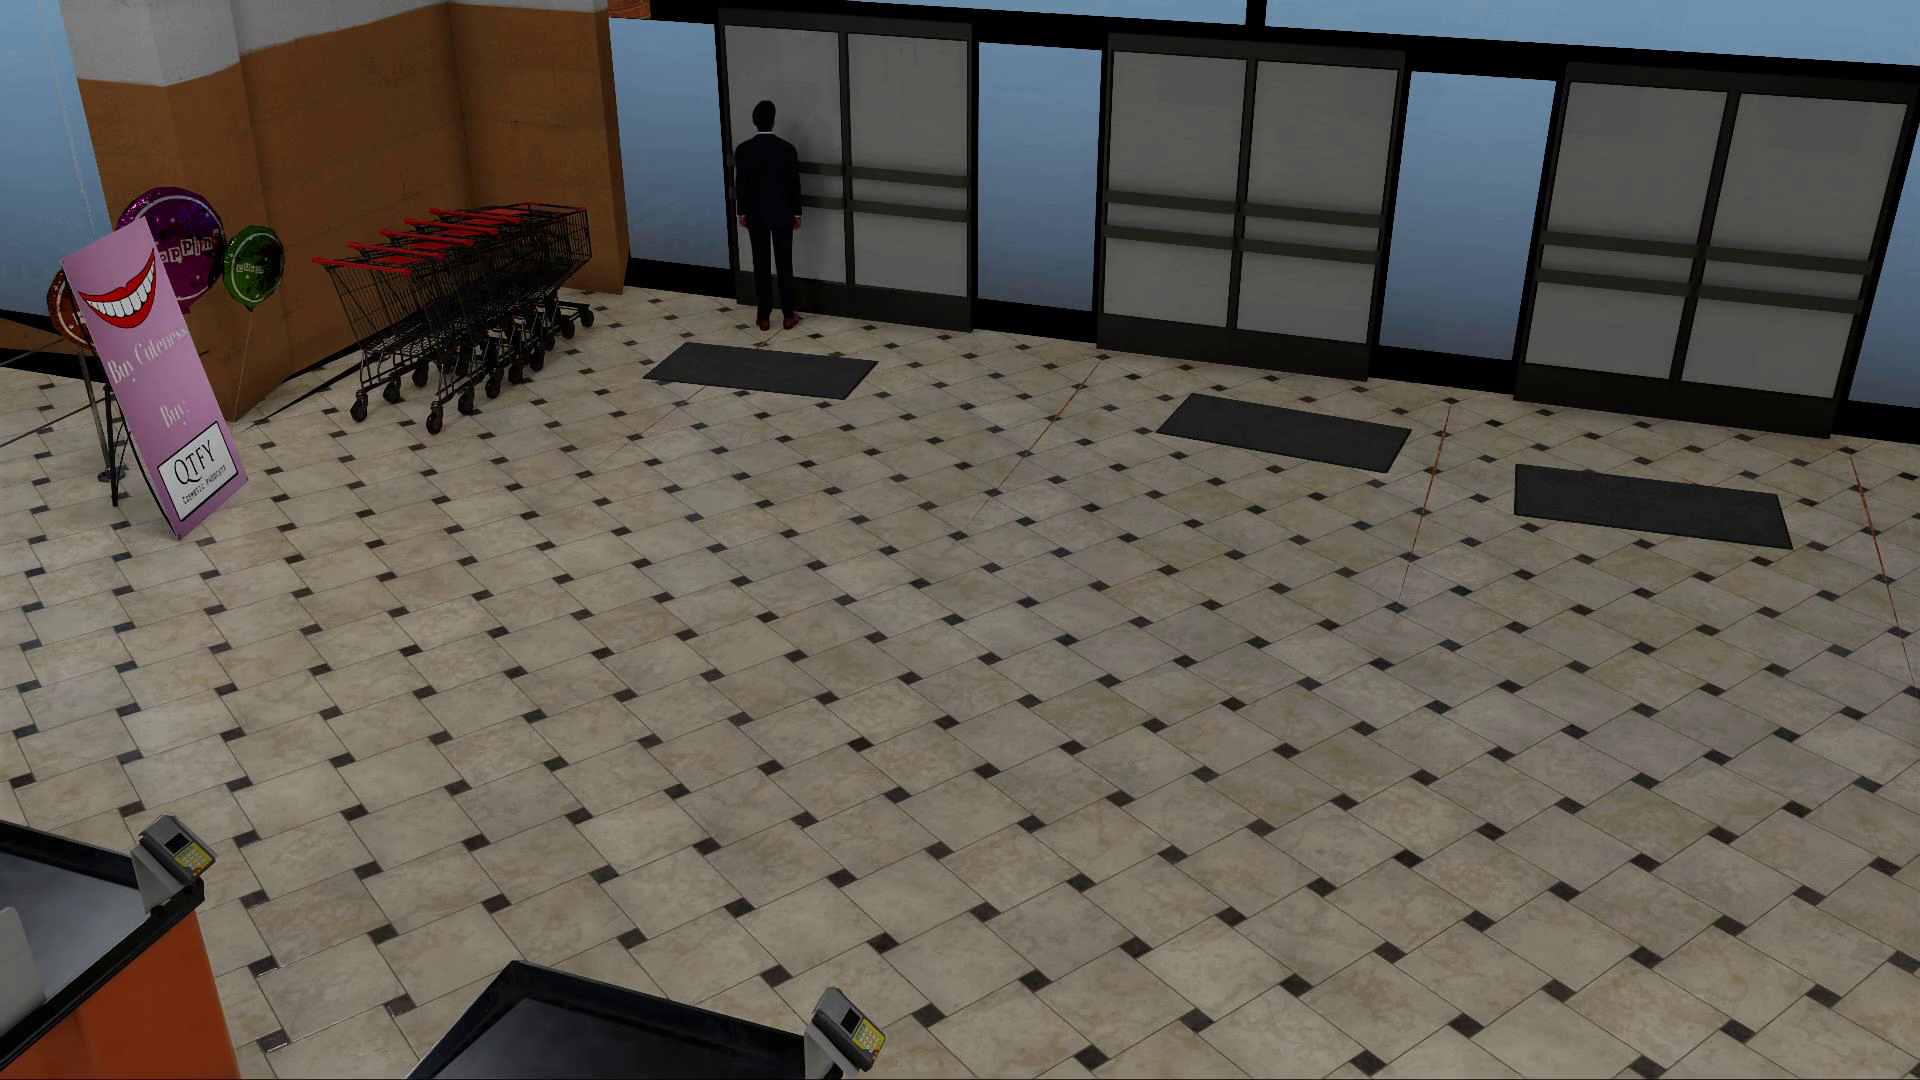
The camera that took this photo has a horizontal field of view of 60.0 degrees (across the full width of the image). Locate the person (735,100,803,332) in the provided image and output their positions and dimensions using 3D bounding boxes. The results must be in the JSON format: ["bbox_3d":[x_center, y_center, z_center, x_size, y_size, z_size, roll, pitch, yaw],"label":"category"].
[{"bbox_3d":[-1.436,-2.433,12.526,0.712,1.726,0.682,-3,27,-5],"label":"person"}]
